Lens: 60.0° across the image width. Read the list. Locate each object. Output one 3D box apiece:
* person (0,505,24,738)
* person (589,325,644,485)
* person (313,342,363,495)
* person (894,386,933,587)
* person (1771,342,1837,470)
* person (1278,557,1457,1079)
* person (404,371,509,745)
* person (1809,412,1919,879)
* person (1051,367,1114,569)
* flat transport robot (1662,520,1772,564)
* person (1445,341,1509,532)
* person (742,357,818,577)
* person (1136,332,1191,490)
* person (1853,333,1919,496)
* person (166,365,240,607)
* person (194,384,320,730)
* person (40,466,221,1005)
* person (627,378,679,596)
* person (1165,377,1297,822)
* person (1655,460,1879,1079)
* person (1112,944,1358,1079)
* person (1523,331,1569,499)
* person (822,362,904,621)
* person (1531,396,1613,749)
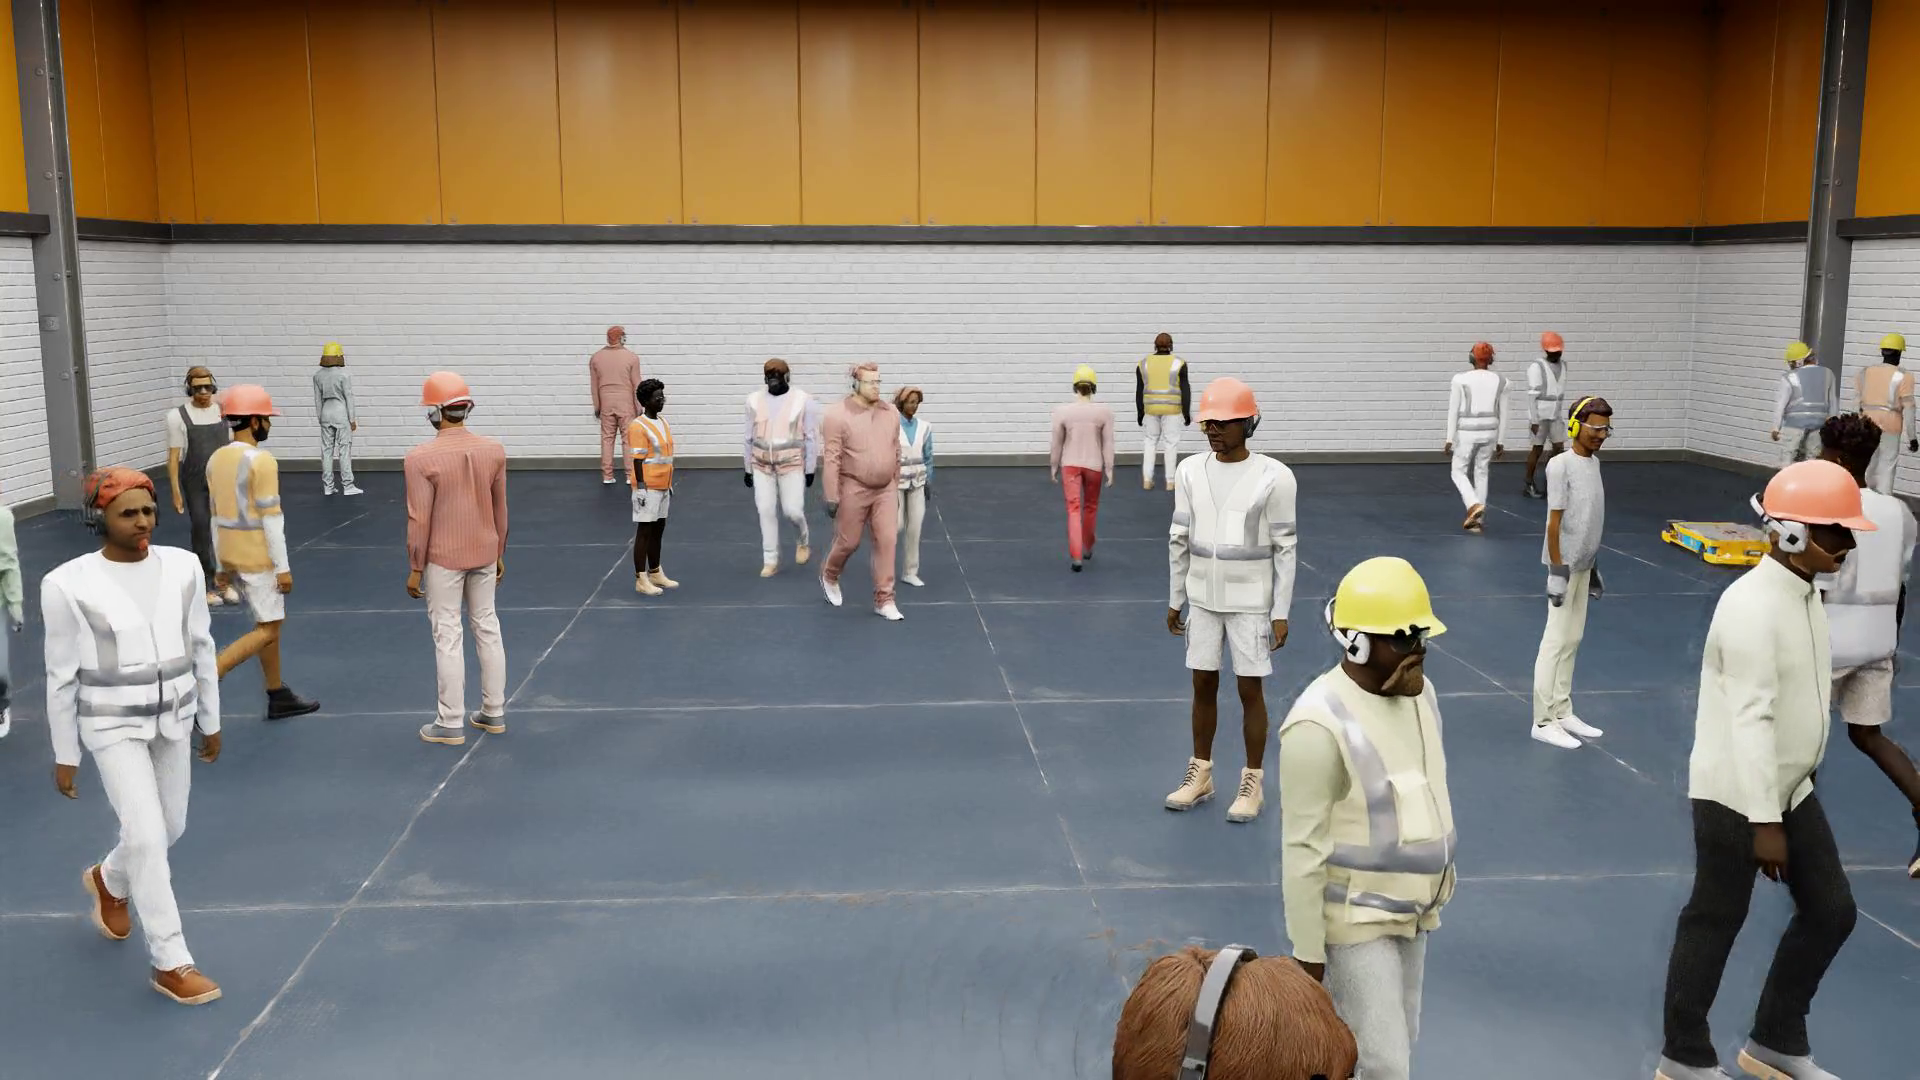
[{"bbox_3d":[-5.050,0.351,8.466,0.507,1.617,0.574,-5,10,-26],"label":"person"},{"bbox_3d":[-4.066,-1.602,19.846,0.650,1.904,0.403,2,9,11],"label":"person"},{"bbox_3d":[-7.101,-1.379,18.949,0.486,1.744,0.294,2,9,13],"label":"person"},{"bbox_3d":[-0.468,-0.435,13.383,0.526,1.621,0.428,-5,10,-30],"label":"person"},{"bbox_3d":[9.109,-1.230,17.933,0.652,1.792,0.440,0,9,-2],"label":"person"},{"bbox_3d":[1.005,0.919,4.307,0.700,1.809,0.602,8,12,42],"label":"person"},{"bbox_3d":[-2.692,0.093,8.913,0.376,1.997,0.612,7,11,37],"label":"person"},{"bbox_3d":[3.767,0.445,6.924,0.610,1.940,0.839,-3,10,-21],"label":"person"},{"bbox_3d":[1.050,-0.629,14.316,0.535,1.720,0.893,0,9,2],"label":"person"},{"bbox_3d":[6.822,0.014,14.806,0.652,0.197,1.431,1,9,5],"label":"flat transport robot"},{"bbox_3d":[5.012,-0.986,16.091,0.596,1.866,0.495,-1,9,-4],"label":"person"},{"bbox_3d":[-1.494,-0.609,13.868,0.630,1.830,0.519,2,9,12],"label":"person"},{"bbox_3d":[2.365,-1.491,19.354,0.631,1.843,0.429,4,10,24],"label":"person"},{"bbox_3d":[9.413,-1.147,16.957,0.392,1.927,0.632,-5,10,-27],"label":"person"},{"bbox_3d":[-5.639,-0.392,12.474,0.536,1.827,0.502,-8,12,-40],"label":"person"},{"bbox_3d":[-3.953,0.101,9.118,0.544,1.910,0.778,7,12,39],"label":"person"},{"bbox_3d":[-2.938,0.652,5.876,0.873,1.856,0.584,6,11,33],"label":"person"},{"bbox_3d":[-2.411,-0.421,13.075,0.315,1.696,0.541,3,9,16],"label":"person"},{"bbox_3d":[1.217,0.276,7.620,0.615,2.041,0.392,6,11,35],"label":"person"},{"bbox_3d":[2.404,0.752,4.867,0.642,1.972,0.644,-8,12,-42],"label":"person"},{"bbox_3d":[0.324,1.321,1.780,0.833,1.809,0.623,5,10,28],"label":"person"},{"bbox_3d":[6.494,-1.378,18.463,0.558,1.888,0.620,-3,10,-20],"label":"person"},{"bbox_3d":[-0.730,-0.379,12.255,0.650,1.881,0.855,-6,11,-31],"label":"person"},{"bbox_3d":[3.289,0.164,8.888,0.327,1.865,0.517,9,12,43],"label":"person"}]
